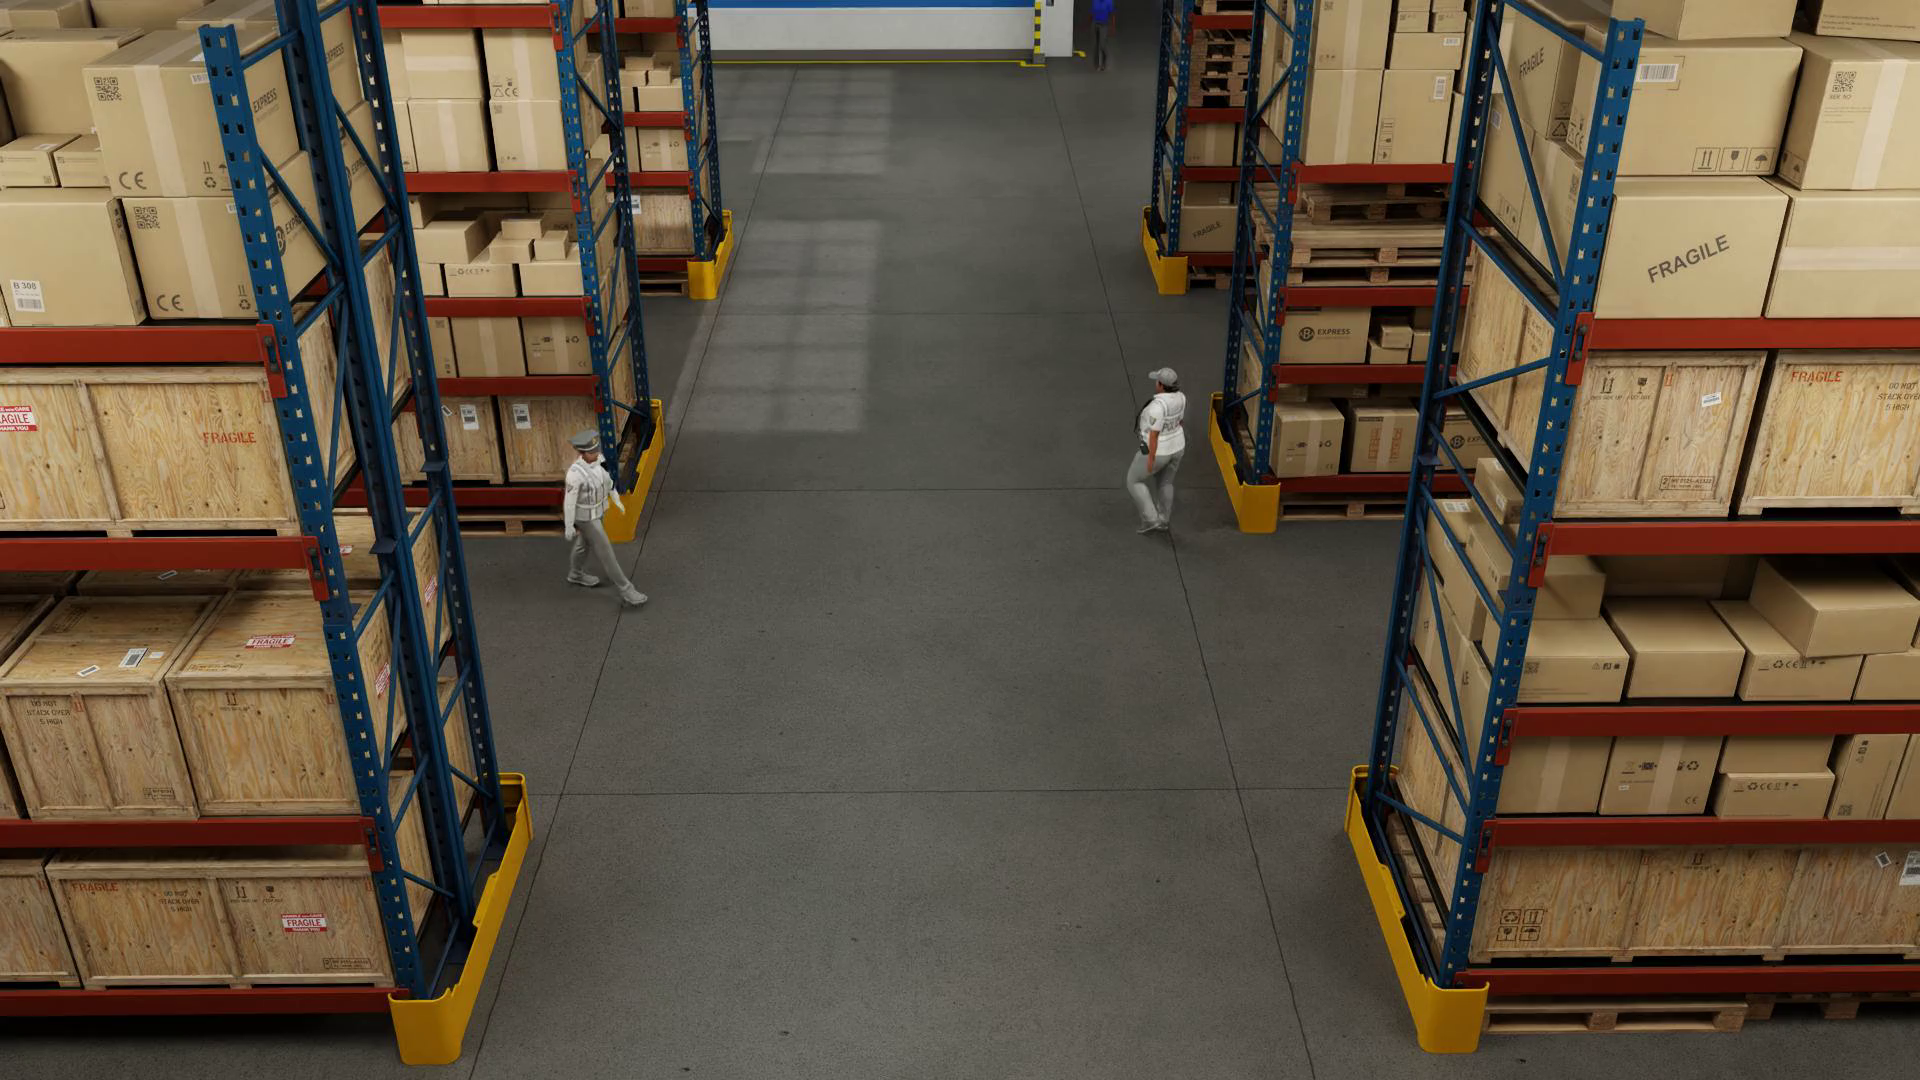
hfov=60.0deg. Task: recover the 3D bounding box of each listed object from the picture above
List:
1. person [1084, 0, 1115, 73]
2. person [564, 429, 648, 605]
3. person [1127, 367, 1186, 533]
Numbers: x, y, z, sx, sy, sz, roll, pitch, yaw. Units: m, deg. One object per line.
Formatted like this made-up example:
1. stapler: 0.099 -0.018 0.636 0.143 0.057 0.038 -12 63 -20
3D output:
1. person: 2.736 -10.014 32.629 0.542 1.647 0.444 14 31 24
2. person: -3.130 -0.230 14.440 0.882 1.619 0.556 7 29 12
3. person: 1.869 -0.847 15.566 0.491 1.670 0.434 -23 36 -36
